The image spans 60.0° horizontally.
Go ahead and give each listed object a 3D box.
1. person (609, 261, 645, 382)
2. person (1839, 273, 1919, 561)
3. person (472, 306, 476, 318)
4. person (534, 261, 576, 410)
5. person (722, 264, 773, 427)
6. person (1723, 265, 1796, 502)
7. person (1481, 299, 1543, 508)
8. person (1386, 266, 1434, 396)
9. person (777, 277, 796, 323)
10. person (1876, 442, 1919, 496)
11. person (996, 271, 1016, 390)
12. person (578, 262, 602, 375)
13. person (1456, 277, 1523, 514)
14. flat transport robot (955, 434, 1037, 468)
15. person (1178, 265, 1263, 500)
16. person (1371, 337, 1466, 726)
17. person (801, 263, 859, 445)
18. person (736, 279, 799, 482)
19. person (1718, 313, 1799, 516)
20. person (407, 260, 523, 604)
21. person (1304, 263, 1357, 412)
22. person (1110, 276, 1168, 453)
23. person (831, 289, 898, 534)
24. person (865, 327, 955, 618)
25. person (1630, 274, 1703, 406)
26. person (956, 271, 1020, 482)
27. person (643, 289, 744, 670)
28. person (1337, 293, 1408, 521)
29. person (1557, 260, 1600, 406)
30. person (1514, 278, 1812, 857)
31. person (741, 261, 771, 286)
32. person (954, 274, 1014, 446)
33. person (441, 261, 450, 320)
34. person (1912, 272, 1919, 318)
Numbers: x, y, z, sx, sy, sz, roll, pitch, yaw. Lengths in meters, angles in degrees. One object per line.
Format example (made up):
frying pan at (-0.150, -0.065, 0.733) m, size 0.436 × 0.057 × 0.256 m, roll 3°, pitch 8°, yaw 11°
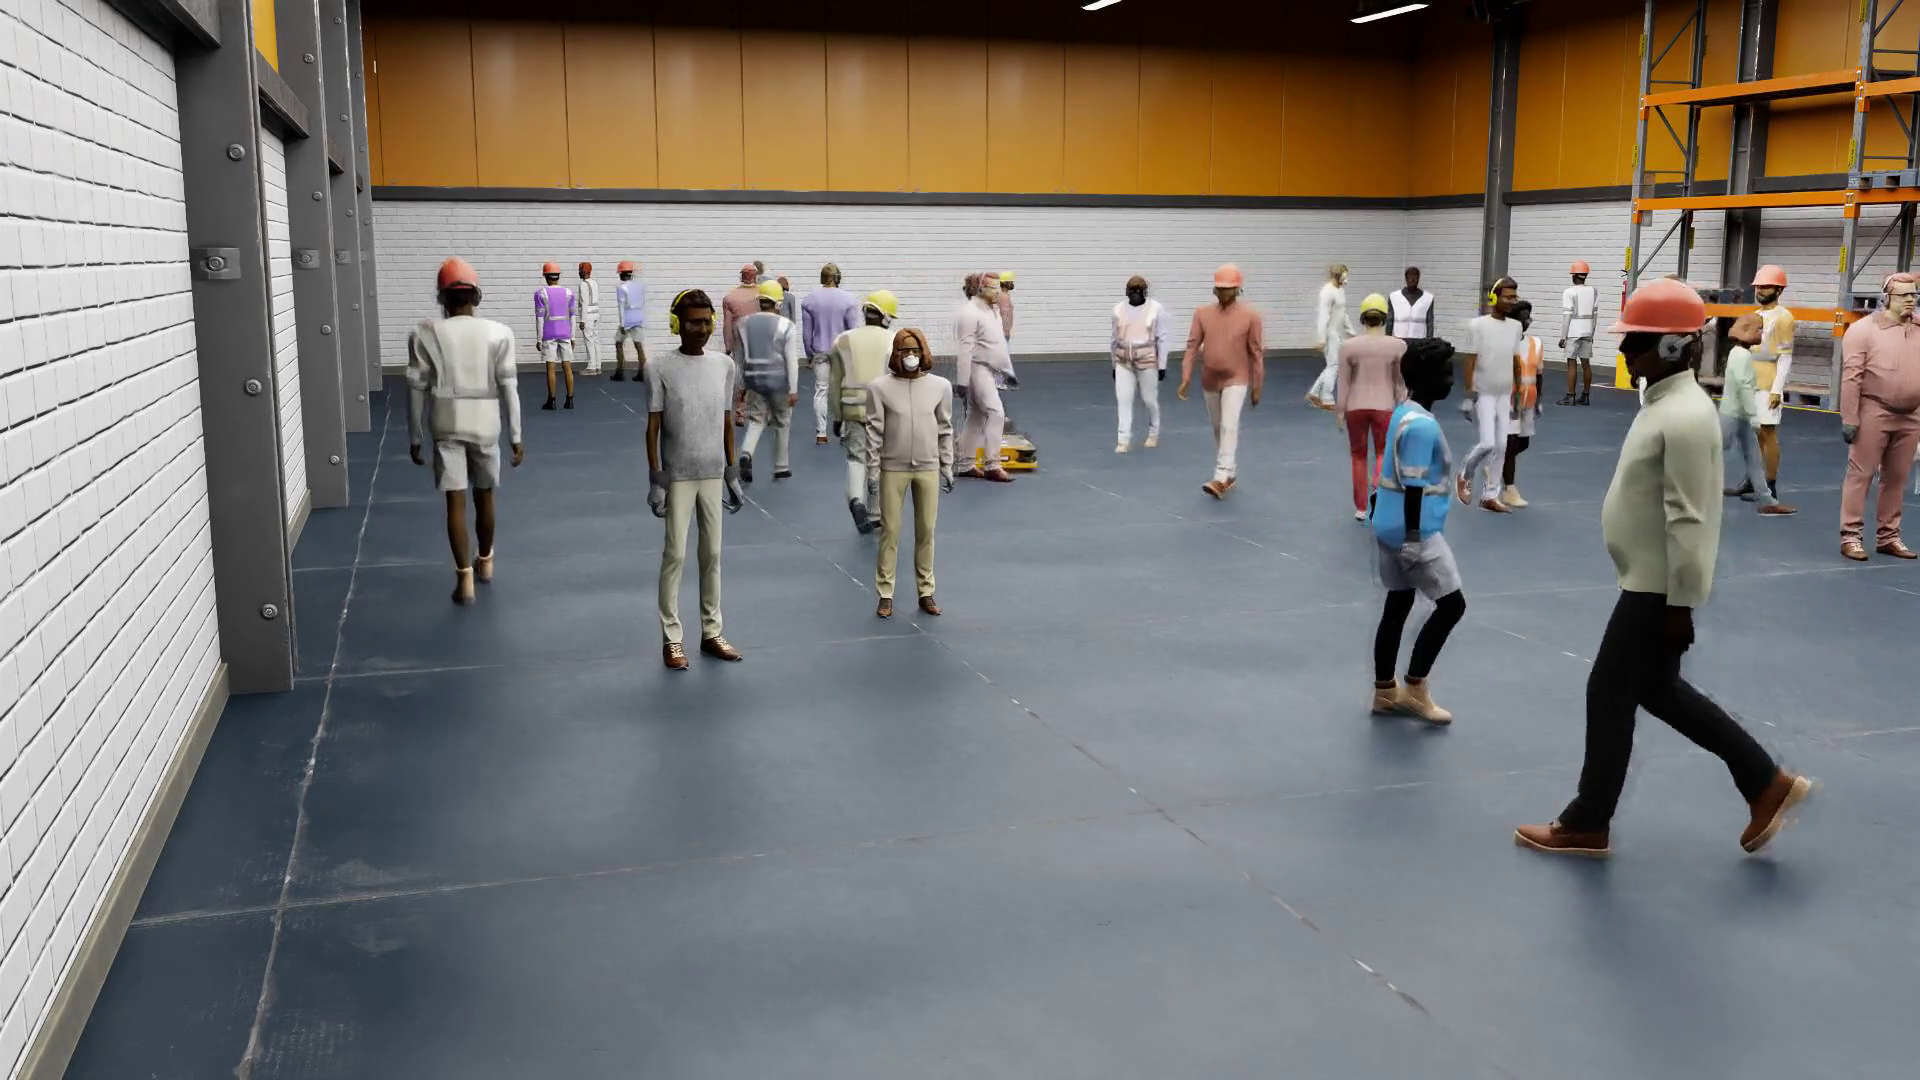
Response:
person at (-5.296, -3.469, 26.457) m, size 0.771 × 1.909 × 0.571 m, roll 8°, pitch 13°, yaw 40°
person at (6.193, -0.812, 11.080) m, size 0.660 × 1.906 × 0.404 m, roll -2°, pitch 10°, yaw -9°
person at (-7.610, -3.204, 25.392) m, size 0.297 × 1.745 × 0.484 m, roll 9°, pitch 13°, yaw 43°
person at (-5.280, -2.663, 21.696) m, size 0.544 × 1.938 × 0.355 m, roll -7°, pitch 12°, yaw -34°
person at (-2.456, -2.283, 19.590) m, size 0.648 × 1.907 × 0.409 m, roll -1°, pitch 10°, yaw -4°
person at (6.606, -1.285, 13.706) m, size 0.340 × 1.941 × 0.551 m, roll 0°, pitch 10°, yaw -2°
person at (4.476, -1.128, 13.574) m, size 0.542 × 1.679 × 0.697 m, roll -4°, pitch 10°, yaw -21°
person at (5.814, -2.602, 21.557) m, size 0.596 × 1.878 × 0.911 m, roll 1°, pitch 10°, yaw 7°
person at (-3.101, -3.766, 28.992) m, size 0.494 × 1.624 × 0.279 m, roll 2°, pitch 10°, yaw 11°
person at (8.041, -1.155, 13.877) m, size 0.509 × 1.619 × 0.527 m, roll 6°, pitch 11°, yaw 31°
person at (0.675, -3.119, 24.827) m, size 0.314 × 1.772 × 0.523 m, roll -1°, pitch 10°, yaw -6°
person at (-6.226, -3.705, 27.887) m, size 0.337 × 1.882 × 0.584 m, roll 2°, pitch 10°, yaw 10°
person at (4.186, -1.132, 13.085) m, size 0.544 × 1.852 × 0.449 m, roll -4°, pitch 10°, yaw -20°
flat transport robot at (0.333, -0.867, 16.120) m, size 0.652 × 0.197 × 1.431 m, roll -1°, pitch 10°, yaw -5°
person at (2.190, -1.326, 13.965) m, size 0.633 × 1.935 × 1.042 m, roll 6°, pitch 11°, yaw 31°
person at (2.010, -0.031, 7.198) m, size 0.447 × 1.682 × 0.540 m, roll 1°, pitch 10°, yaw 4°
person at (-1.364, -1.965, 17.674) m, size 0.627 × 1.933 × 0.371 m, roll 2°, pitch 10°, yaw 13°
person at (-1.710, -1.388, 14.688) m, size 0.602 × 1.809 × 0.700 m, roll 3°, pitch 10°, yaw 17°
person at (6.035, -0.966, 12.891) m, size 0.877 × 1.583 × 0.509 m, roll 5°, pitch 11°, yaw 28°
person at (-2.979, -0.663, 9.969) m, size 0.633 × 1.994 × 0.949 m, roll -4°, pitch 11°, yaw -22°
person at (4.787, -2.613, 21.485) m, size 0.638 × 1.912 × 0.638 m, roll 4°, pitch 11°, yaw 24°
person at (1.864, -1.817, 17.216) m, size 0.641 × 1.817 × 0.826 m, roll 4°, pitch 11°, yaw 24°
person at (-0.652, -0.898, 11.957) m, size 0.604 × 1.788 × 0.723 m, roll 1°, pitch 10°, yaw 7°
person at (-0.280, -0.377, 9.345) m, size 0.507 × 1.632 × 0.267 m, roll -2°, pitch 10°, yaw -13°
person at (6.676, -1.589, 15.756) m, size 0.636 × 1.842 × 0.429 m, roll 2°, pitch 10°, yaw 9°
person at (0.292, -1.463, 14.939) m, size 0.743 × 1.877 × 0.640 m, roll 3°, pitch 10°, yaw 17°
person at (-1.311, -0.301, 8.235) m, size 0.509 × 1.868 × 0.328 m, roll -7°, pitch 12°, yaw -36°
person at (3.086, -0.975, 12.488) m, size 0.525 × 1.746 × 0.653 m, roll 3°, pitch 10°, yaw 16°
person at (8.255, -2.760, 22.255) m, size 0.544 × 1.939 × 0.372 m, roll -3°, pitch 10°, yaw -17°
person at (2.388, 0.122, 5.519) m, size 0.864 × 1.968 × 0.622 m, roll 3°, pitch 10°, yaw 17°
person at (-3.457, -3.773, 28.234) m, size 0.654 × 1.905 × 0.544 m, roll -6°, pitch 11°, yaw -30°
person at (0.232, -1.844, 17.270) m, size 0.626 × 1.832 × 0.532 m, roll 9°, pitch 13°, yaw 42°
person at (-6.771, -2.761, 22.294) m, size 0.371 × 1.929 × 0.584 m, roll 1°, pitch 10°, yaw 6°
person at (9.222, -1.659, 16.133) m, size 0.669 × 1.851 × 1.015 m, roll -2°, pitch 10°, yaw -12°
